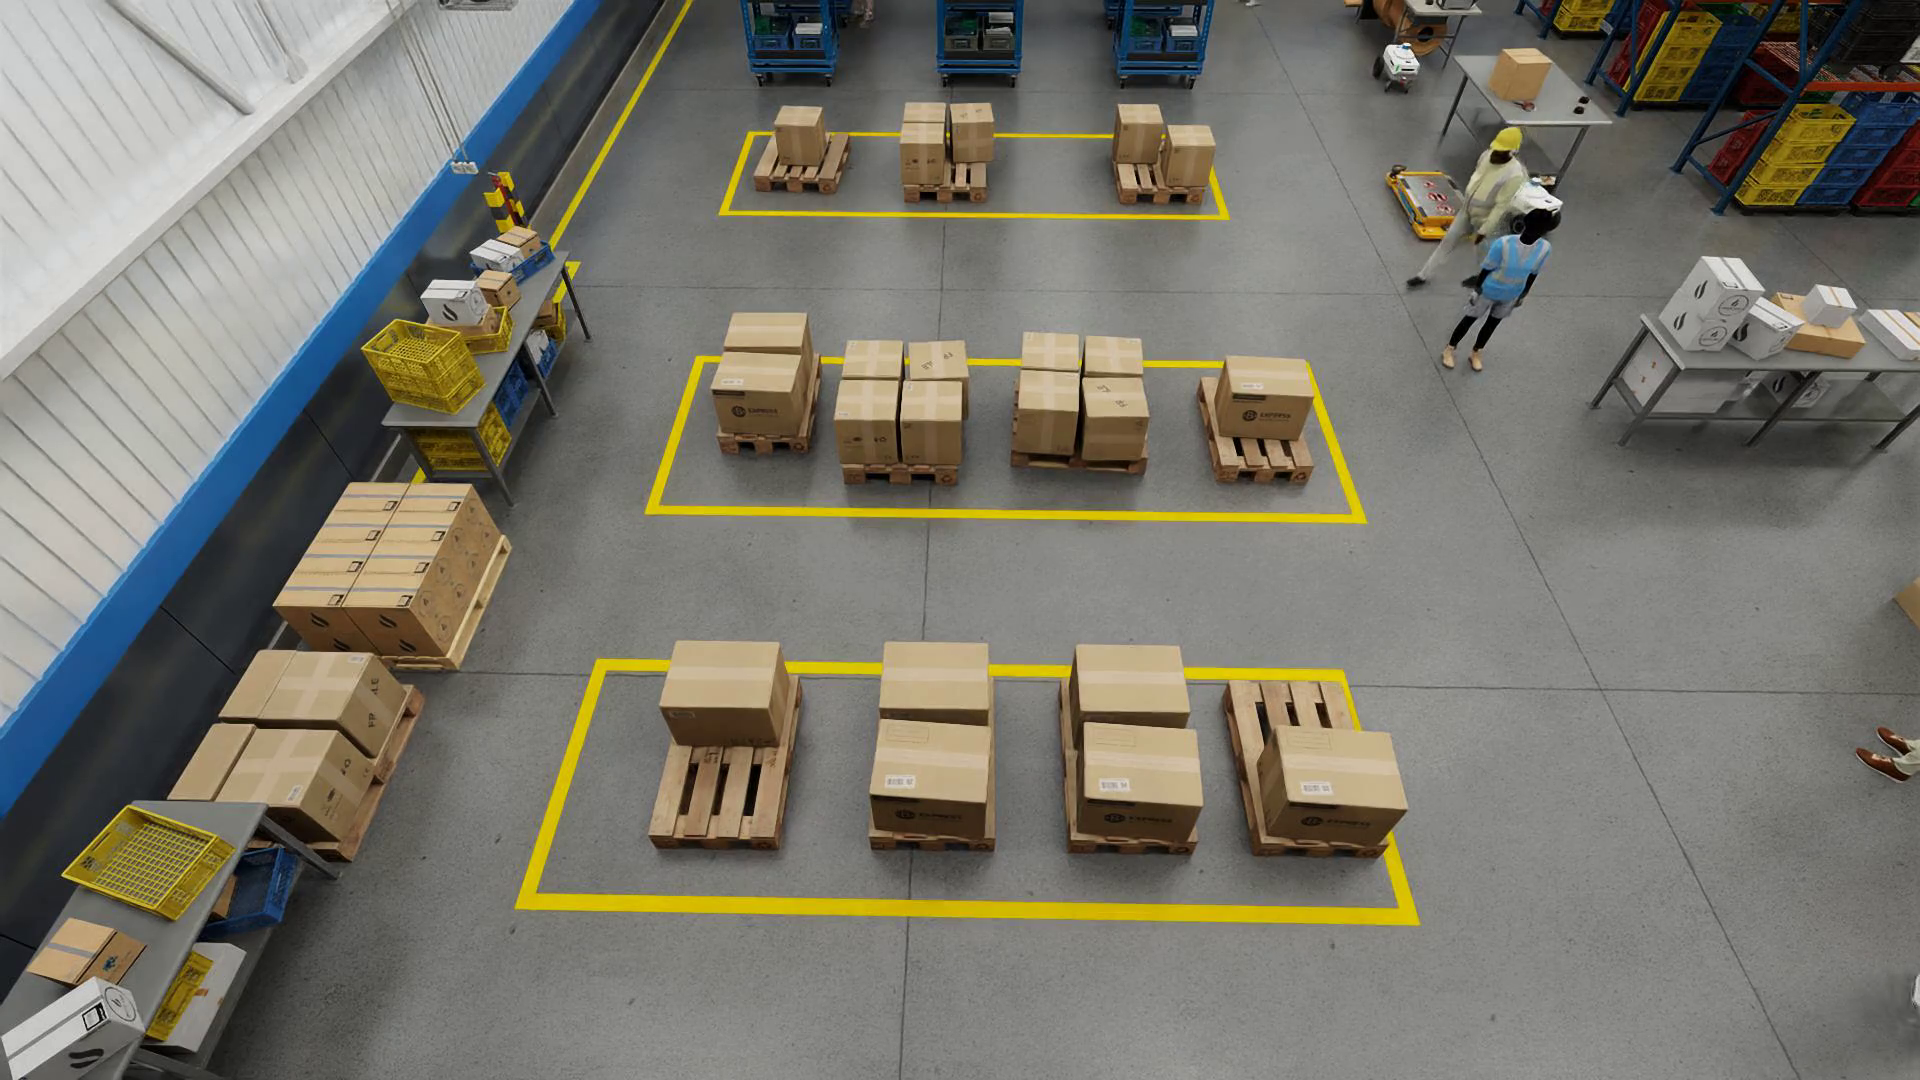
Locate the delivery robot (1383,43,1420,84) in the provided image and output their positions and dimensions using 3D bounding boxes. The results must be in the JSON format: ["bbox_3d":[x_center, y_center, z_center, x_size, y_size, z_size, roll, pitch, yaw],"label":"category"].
[{"bbox_3d":[6.379,-6.917,13.256,0.477,0.478,0.707,3,49,2],"label":"delivery robot"}]

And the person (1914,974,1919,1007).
[{"bbox_3d":[5.765,2.166,4.585,0.533,1.874,0.610,-30,55,-23],"label":"person"}]

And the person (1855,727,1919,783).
[{"bbox_3d":[6.439,0.916,5.673,0.532,1.868,0.310,-24,53,-19],"label":"person"}]

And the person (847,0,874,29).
[{"bbox_3d":[-1.604,-9.100,14.260,0.378,1.996,0.610,-29,55,-23],"label":"person"}]

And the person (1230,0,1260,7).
[{"bbox_3d":[4.807,-9.587,14.921,0.596,1.621,0.522,-11,50,-10],"label":"person"}]

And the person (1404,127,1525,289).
[{"bbox_3d":[5.376,-3.376,9.448,0.945,1.784,0.619,-14,51,-12],"label":"person"}]

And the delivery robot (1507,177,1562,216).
[{"bbox_3d":[6.635,-3.994,10.726,0.477,0.478,0.707,-18,52,-15],"label":"delivery robot"}]

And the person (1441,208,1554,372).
[{"bbox_3d":[5.063,-2.333,8.603,0.535,1.694,0.319,5,49,4],"label":"person"}]

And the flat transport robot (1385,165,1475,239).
[{"bbox_3d":[5.692,-4.094,11.059,0.652,0.197,1.431,1,49,1],"label":"flat transport robot"}]
